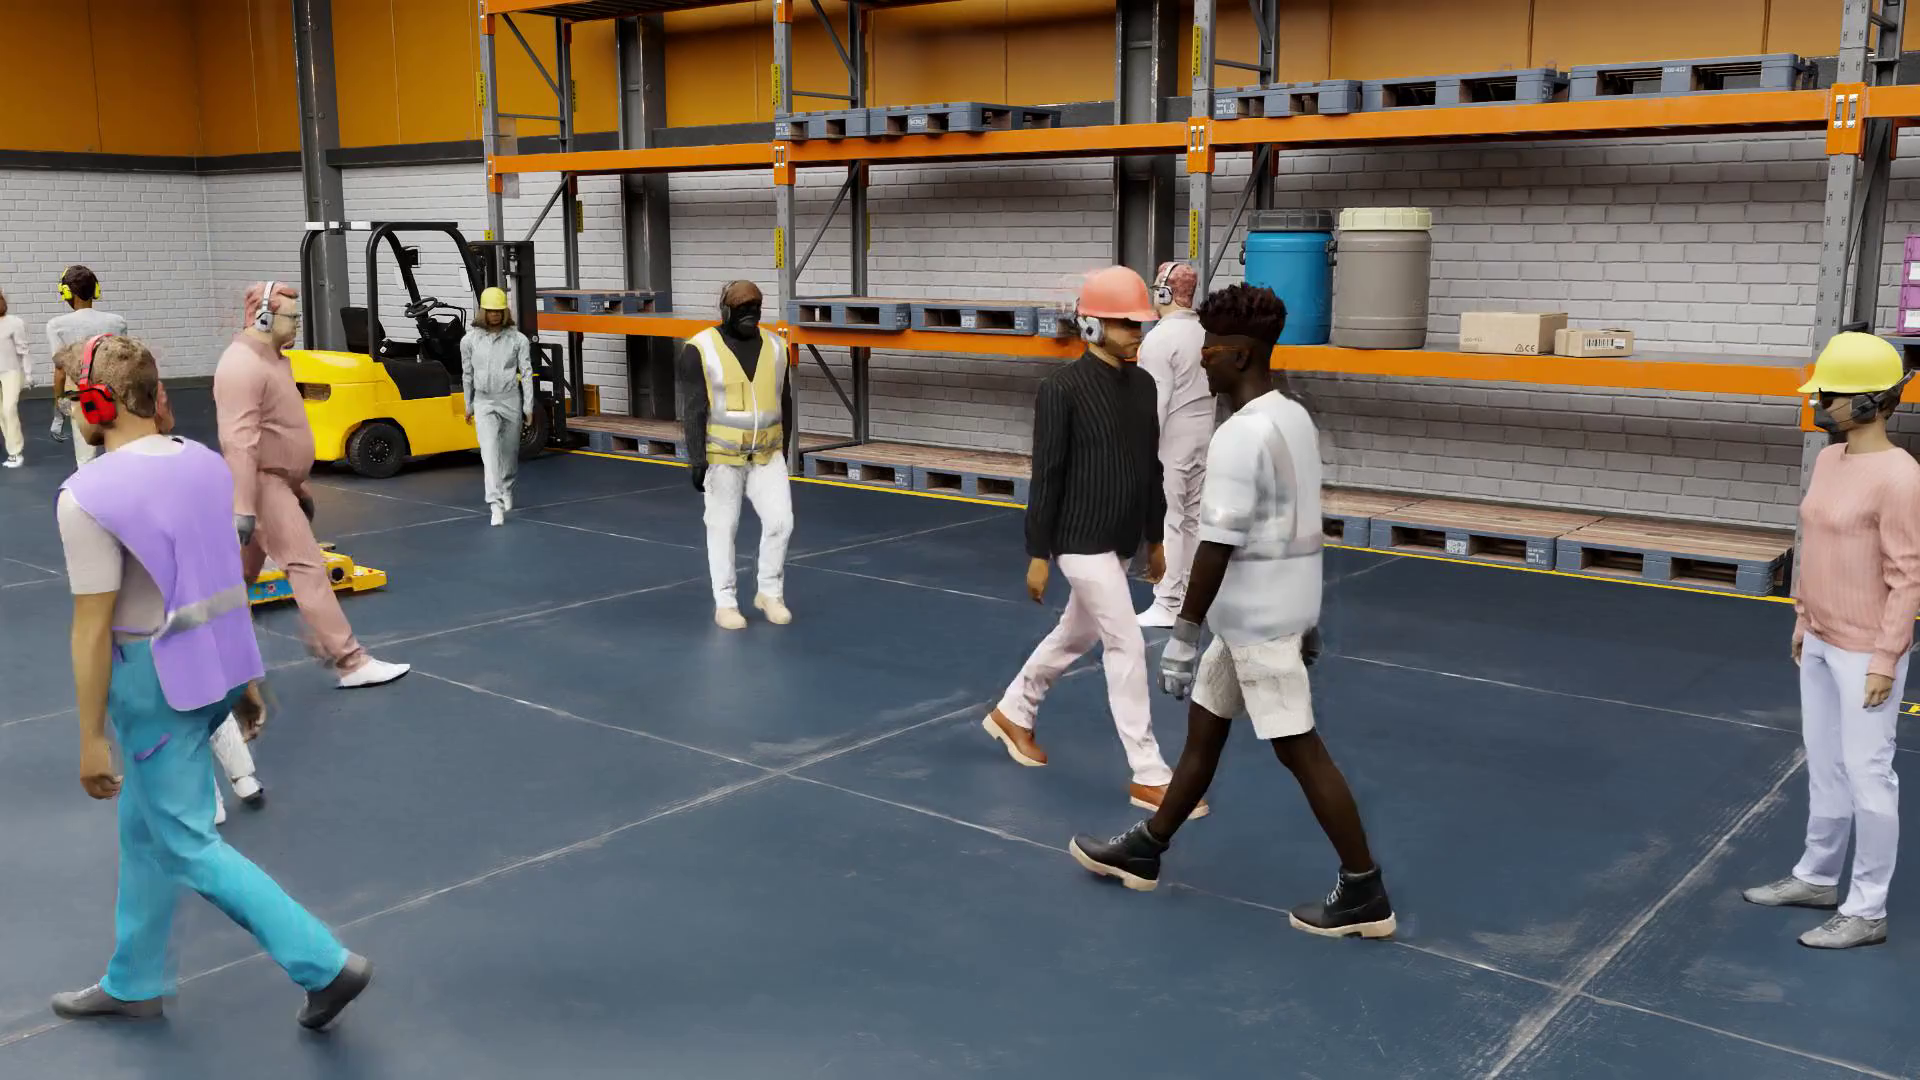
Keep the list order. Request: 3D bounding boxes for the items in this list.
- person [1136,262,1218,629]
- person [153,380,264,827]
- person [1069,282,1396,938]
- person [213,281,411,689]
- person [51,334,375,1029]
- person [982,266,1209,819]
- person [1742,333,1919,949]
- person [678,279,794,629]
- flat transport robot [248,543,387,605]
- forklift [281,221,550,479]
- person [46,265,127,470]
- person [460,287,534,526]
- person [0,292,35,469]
[{"bbox_3d":[1.104,-0.491,8.720,0.407,1.910,0.640,8,13,38],"label":"person"},{"bbox_3d":[-2.678,0.212,5.683,0.350,1.605,0.629,2,10,11],"label":"person"},{"bbox_3d":[0.831,0.207,4.884,1.056,1.900,0.631,5,11,24],"label":"person"},{"bbox_3d":[-3.078,-0.217,7.400,1.038,1.848,0.649,-3,11,-17],"label":"person"},{"bbox_3d":[-1.911,0.388,4.151,0.854,1.804,0.577,1,10,6],"label":"person"},{"bbox_3d":[0.464,-0.026,6.074,1.048,1.945,0.624,9,13,40],"label":"person"},{"bbox_3d":[2.535,0.293,4.778,0.329,1.765,0.527,0,10,2],"label":"person"},{"bbox_3d":[-1.128,-0.427,8.612,0.631,1.823,0.503,-6,12,-29],"label":"person"},{"bbox_3d":[-4.015,0.231,9.258,0.652,0.197,1.431,8,13,38],"label":"flat transport robot"},{"bbox_3d":[-4.922,-1.741,14.854,1.214,2.155,2.313,8,13,38],"label":"forklift"},{"bbox_3d":[-5.561,-0.819,10.660,0.328,1.865,0.519,8,13,38],"label":"person"},{"bbox_3d":[-3.366,-0.999,12.129,0.494,1.696,0.922,-3,11,-16],"label":"person"},{"bbox_3d":[-8.538,-1.432,14.758,0.517,1.611,0.619,0,10,0],"label":"person"}]
